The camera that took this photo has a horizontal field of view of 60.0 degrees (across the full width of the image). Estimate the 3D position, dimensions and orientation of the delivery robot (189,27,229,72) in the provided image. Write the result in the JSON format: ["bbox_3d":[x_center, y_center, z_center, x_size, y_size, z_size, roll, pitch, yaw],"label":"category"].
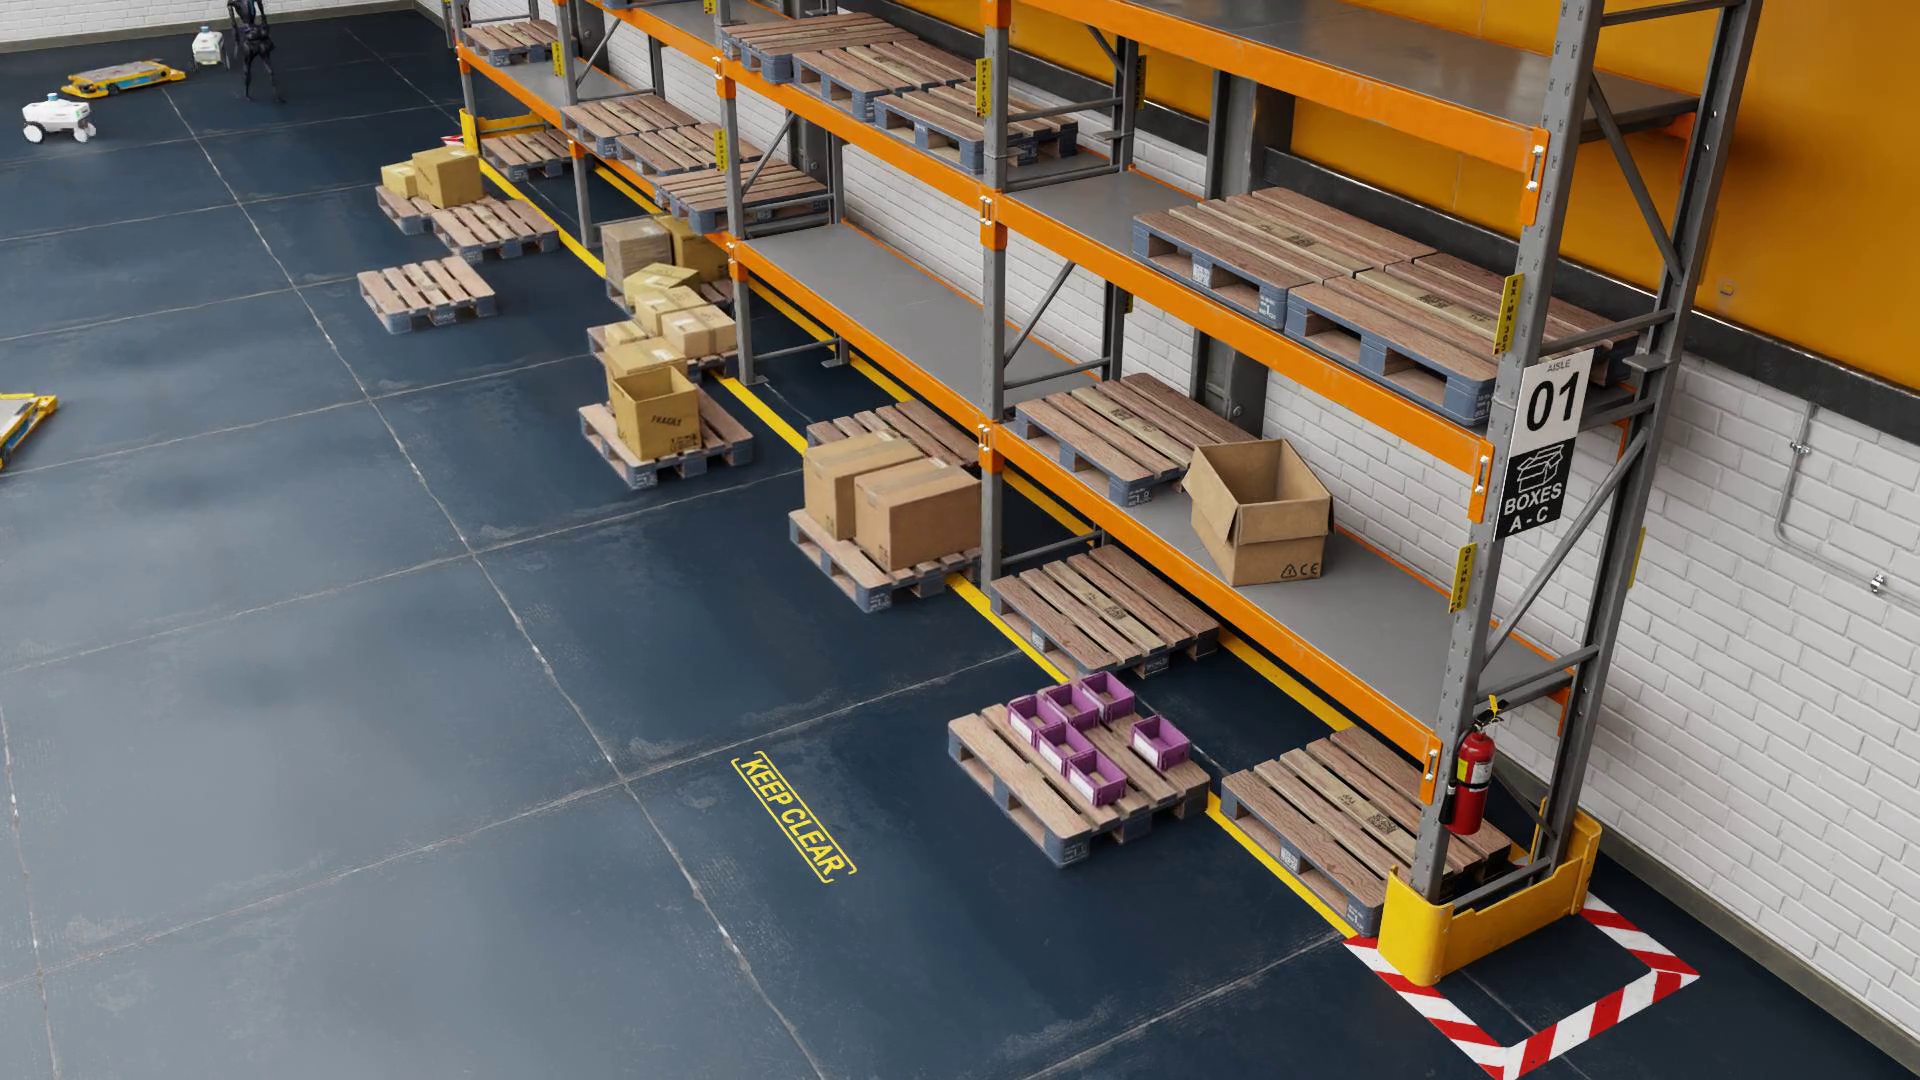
[{"bbox_3d":[-10.706,-7.011,23.710,0.499,0.586,0.765,-8,30,-13],"label":"delivery robot"}]

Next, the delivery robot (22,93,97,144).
[{"bbox_3d":[-11.140,-5.208,20.529,0.789,0.587,0.499,-1,30,-1],"label":"delivery robot"}]

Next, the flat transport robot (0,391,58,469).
[{"bbox_3d":[-7.726,-0.828,13.094,0.659,0.231,1.431,-3,30,-5],"label":"flat transport robot"}]

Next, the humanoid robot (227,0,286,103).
[{"bbox_3d":[-9.313,-6.576,21.840,0.717,1.625,0.609,15,33,24],"label":"humanoid robot"}]

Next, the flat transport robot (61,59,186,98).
[{"bbox_3d":[-11.468,-6.317,22.785,0.659,0.231,1.431,20,35,32],"label":"flat transport robot"}]
